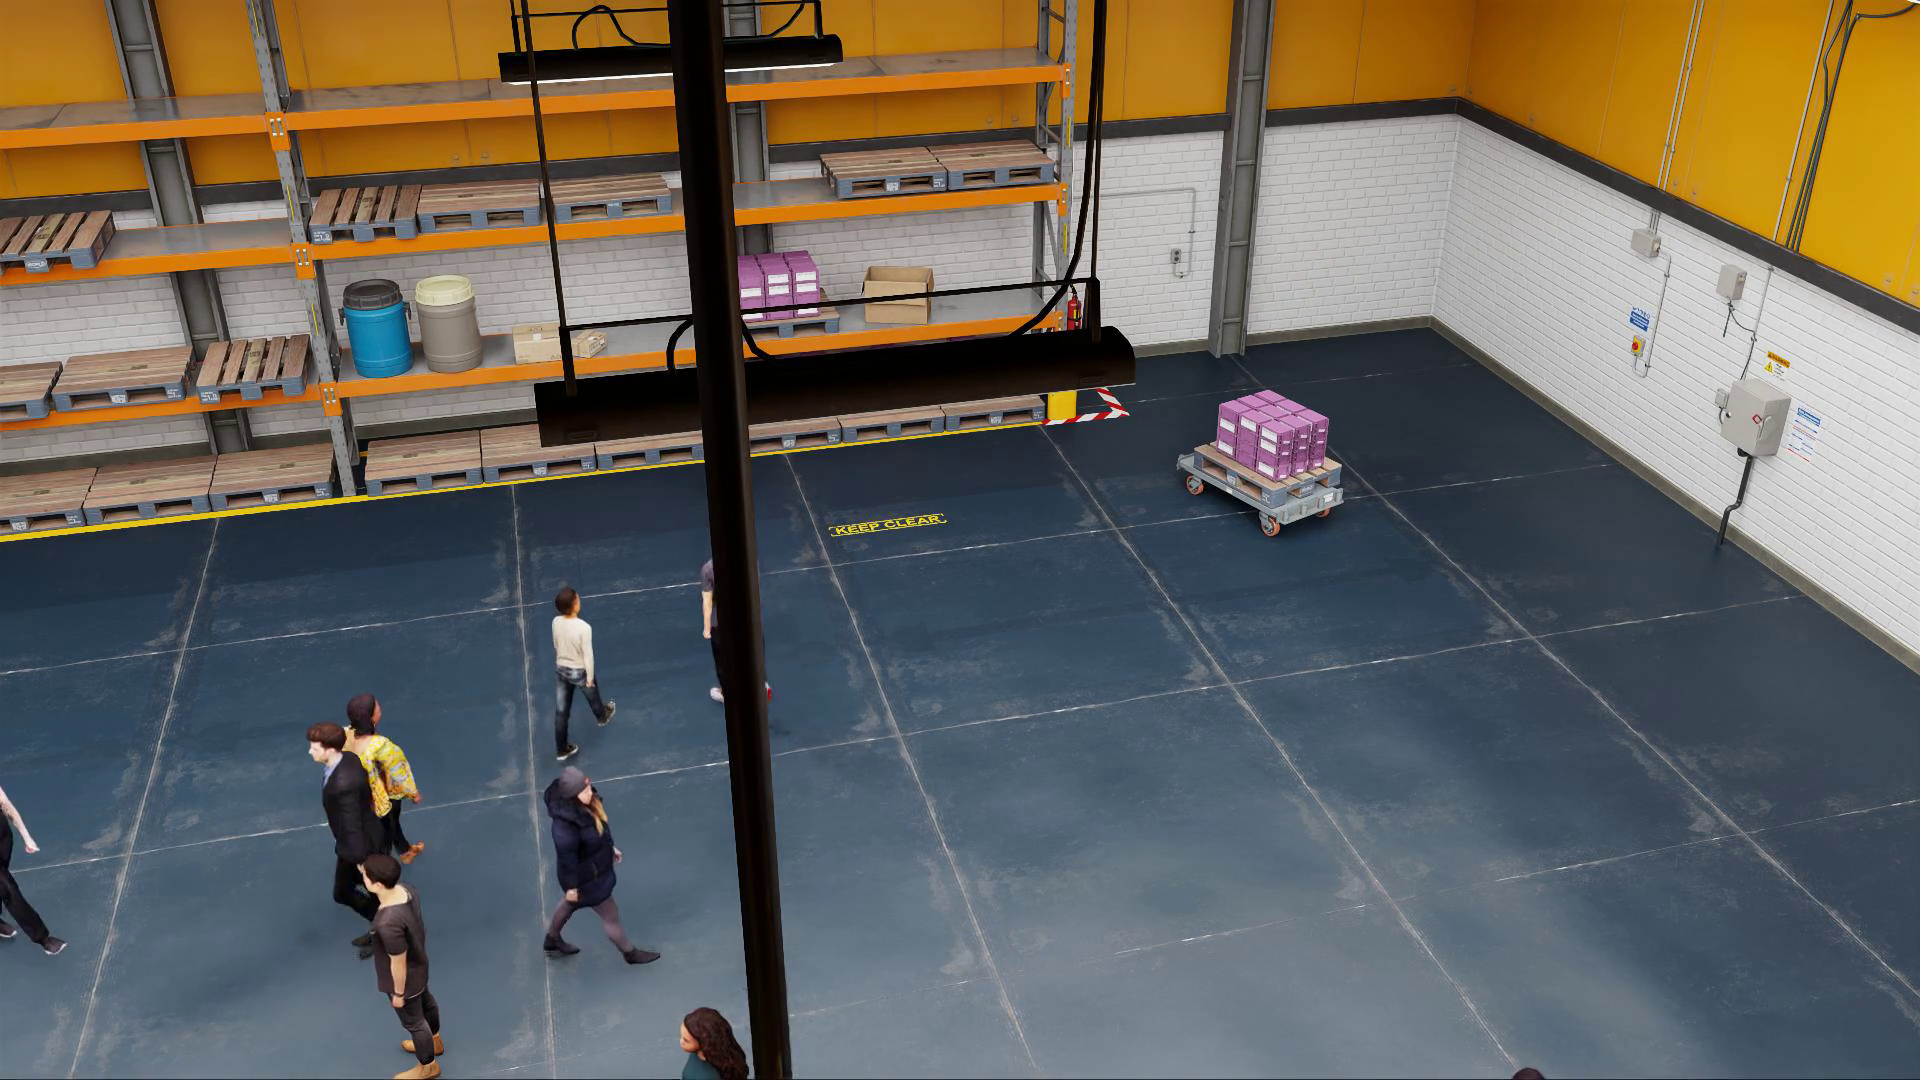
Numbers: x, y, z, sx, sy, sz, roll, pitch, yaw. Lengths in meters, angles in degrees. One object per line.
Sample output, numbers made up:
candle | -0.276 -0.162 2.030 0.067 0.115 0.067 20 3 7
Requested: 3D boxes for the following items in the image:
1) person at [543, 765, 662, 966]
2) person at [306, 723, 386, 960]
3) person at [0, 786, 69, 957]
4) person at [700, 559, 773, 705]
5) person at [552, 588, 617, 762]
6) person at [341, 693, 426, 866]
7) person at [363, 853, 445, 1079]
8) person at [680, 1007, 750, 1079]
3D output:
person | -2.610 2.214 11.223 1.137 1.635 0.836 0 29 0
person | -4.032 2.010 11.346 0.621 1.876 0.691 -9 30 -16
person | -6.722 2.082 11.391 1.159 1.707 1.015 10 30 18
person | -1.888 0.684 13.909 0.949 1.750 0.948 24 37 37
person | -3.166 1.120 13.453 1.033 1.422 0.961 9 30 16
person | -4.208 1.880 11.841 0.975 1.630 1.046 19 34 31
person | -3.448 2.644 10.350 0.620 1.717 0.665 -1 29 -3
person | -1.292 3.252 9.363 0.953 1.594 0.744 -17 33 -28
